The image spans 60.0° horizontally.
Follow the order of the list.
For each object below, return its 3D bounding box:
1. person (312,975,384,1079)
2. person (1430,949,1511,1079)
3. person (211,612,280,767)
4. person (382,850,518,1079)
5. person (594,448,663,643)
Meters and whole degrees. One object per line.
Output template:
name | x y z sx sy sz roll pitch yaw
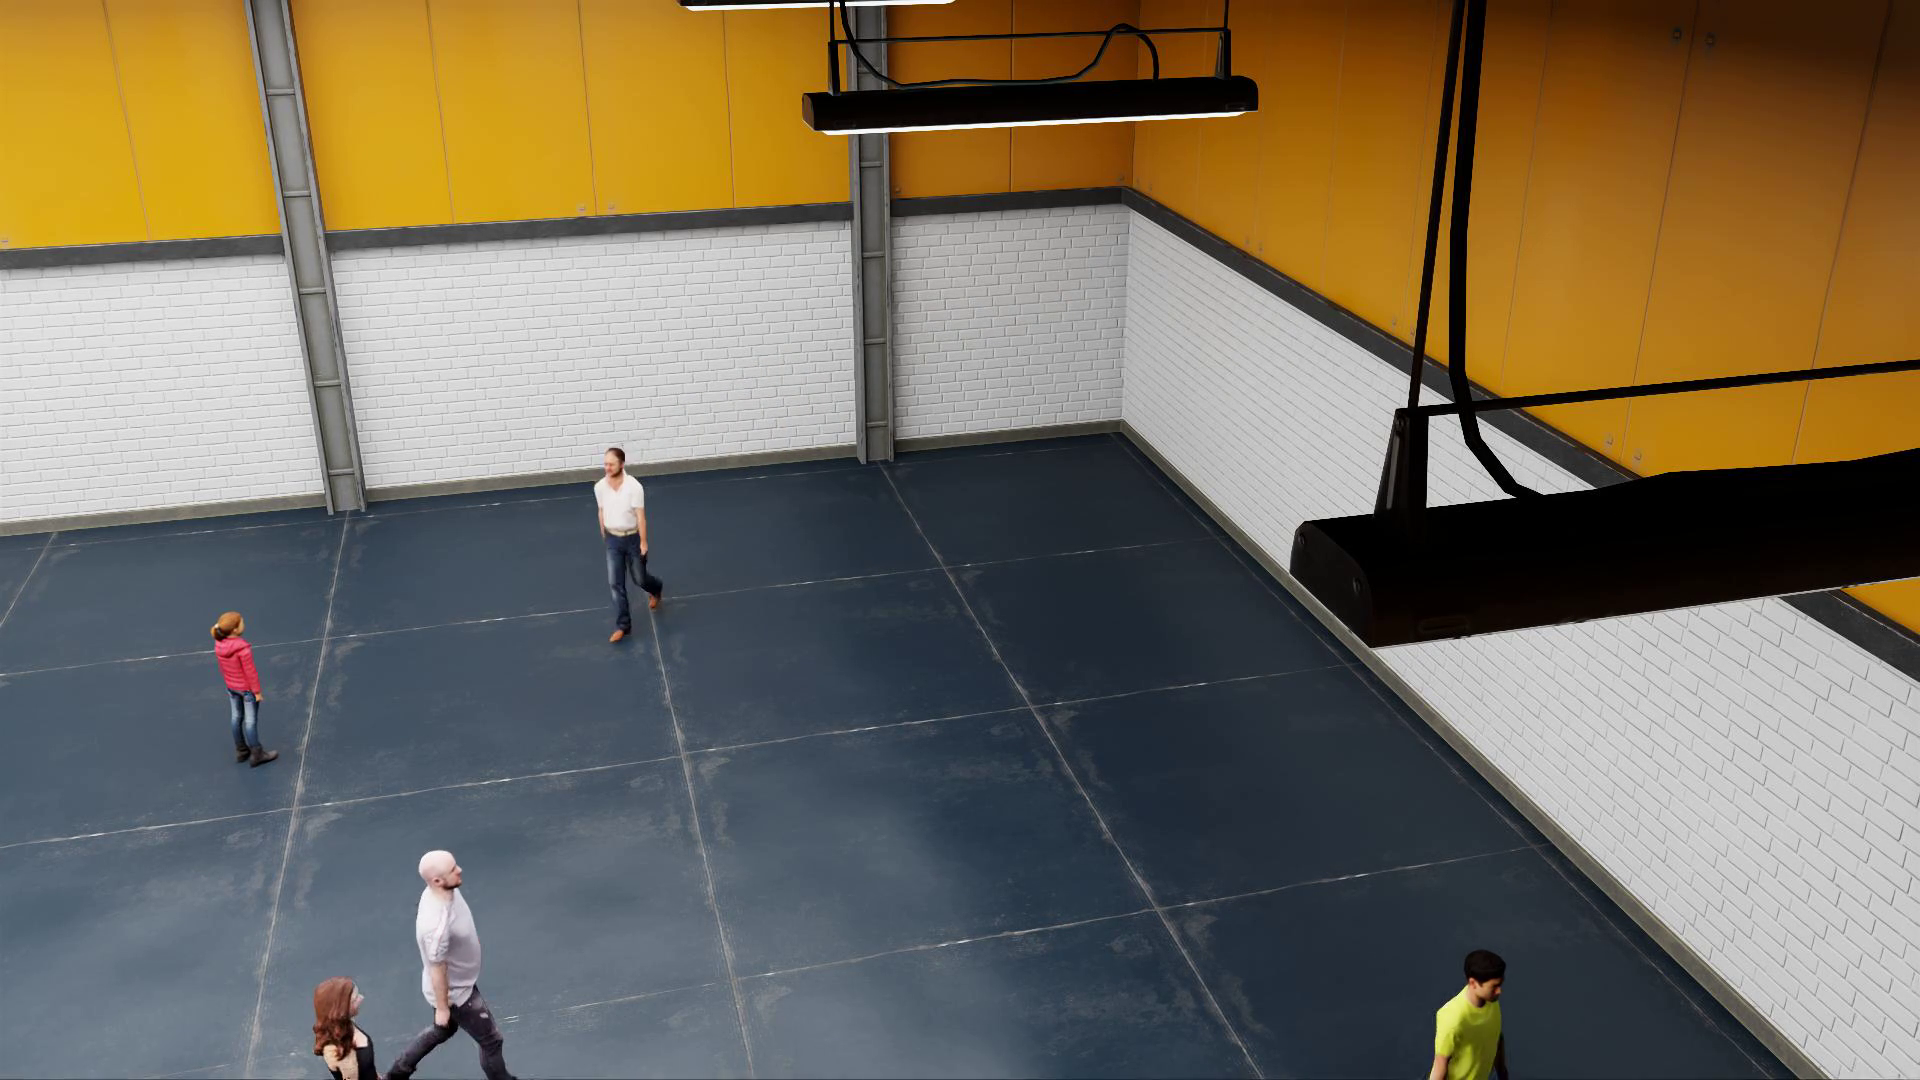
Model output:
person | -3.229 3.023 8.635 1.189 1.698 0.765 -12 27 -26
person | 2.631 2.878 8.988 0.999 1.681 1.007 19 30 36
person | -5.763 1.183 13.322 0.584 1.317 0.648 12 26 26
person | -3.006 2.570 9.538 1.219 1.806 0.708 -5 24 -11
person | -3.050 -0.018 15.423 1.141 1.835 1.109 8 25 19
